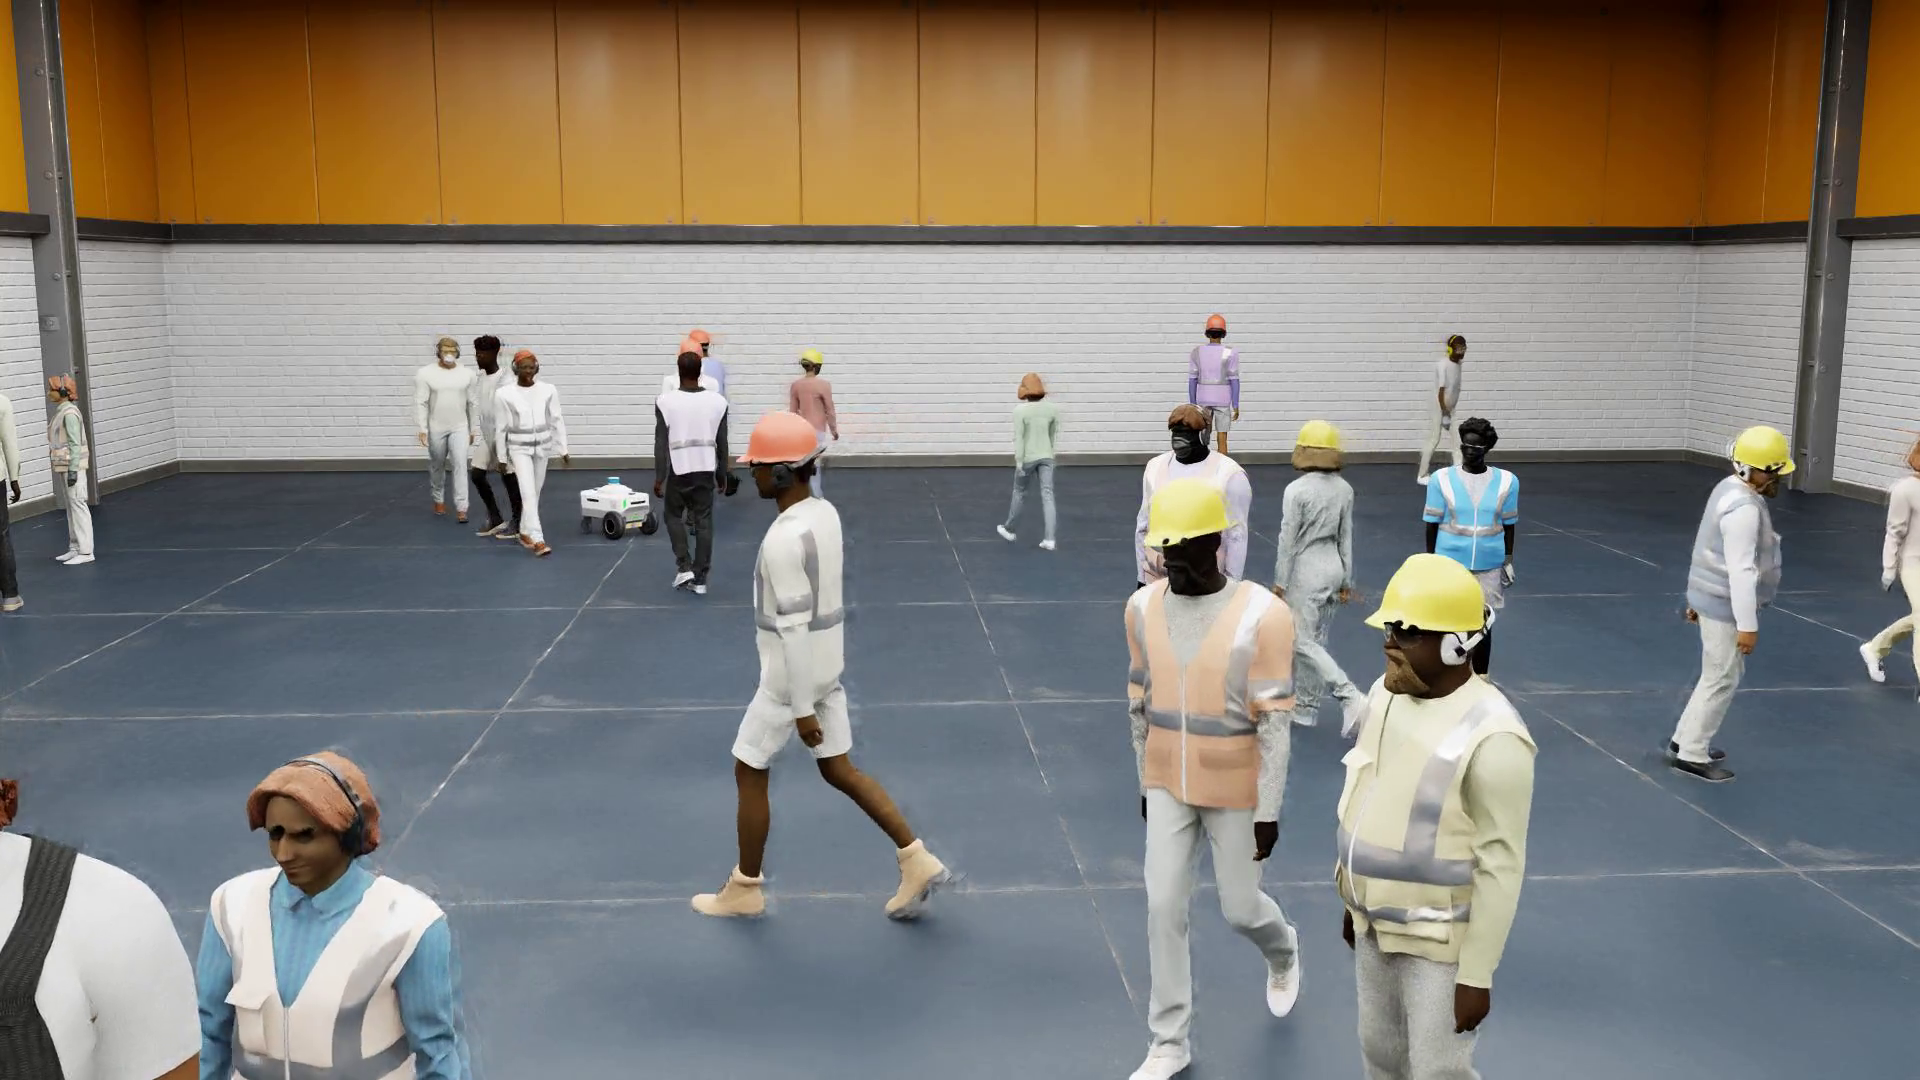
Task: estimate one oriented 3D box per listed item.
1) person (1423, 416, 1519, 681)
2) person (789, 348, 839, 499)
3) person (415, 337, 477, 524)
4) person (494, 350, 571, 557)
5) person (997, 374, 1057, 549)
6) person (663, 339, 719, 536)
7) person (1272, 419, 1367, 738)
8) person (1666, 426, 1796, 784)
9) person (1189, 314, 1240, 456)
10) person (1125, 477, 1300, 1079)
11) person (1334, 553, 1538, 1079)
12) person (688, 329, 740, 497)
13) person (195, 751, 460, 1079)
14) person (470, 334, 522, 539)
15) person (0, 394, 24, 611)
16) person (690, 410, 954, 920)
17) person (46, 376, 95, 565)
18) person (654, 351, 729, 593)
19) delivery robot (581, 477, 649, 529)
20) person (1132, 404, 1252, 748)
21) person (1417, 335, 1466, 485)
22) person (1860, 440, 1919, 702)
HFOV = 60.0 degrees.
[{"bbox_3d":[2.933,0.134,9.581,0.537,1.698,0.320,1,9,8],"label":"person"},{"bbox_3d":[-1.623,-1.165,17.665,0.506,1.737,0.848,7,11,36],"label":"person"},{"bbox_3d":[-5.250,-1.142,17.037,0.635,1.890,1.057,-4,10,-22],"label":"person"},{"bbox_3d":[-3.858,-0.789,14.976,0.595,1.830,0.992,-6,11,-34],"label":"person"},{"bbox_3d":[0.653,-0.735,15.364,0.500,1.590,0.851,-4,10,-26],"label":"person"},{"bbox_3d":[-2.625,-1.025,16.291,0.547,1.895,0.994,0,9,-1],"label":"person"},{"bbox_3d":[1.978,0.211,9.013,0.488,1.723,0.685,-7,11,-36],"label":"person"},{"bbox_3d":[3.776,0.322,8.129,0.466,1.788,0.620,4,10,21],"label":"person"},{"bbox_3d":[2.987,-1.615,19.488,0.615,2.044,0.371,5,10,27],"label":"person"},{"bbox_3d":[0.813,0.733,5.259,0.589,1.900,0.783,6,11,34],"label":"person"},{"bbox_3d":[1.138,0.935,4.143,0.404,1.832,0.594,-3,10,-18],"label":"person"},{"bbox_3d":[-2.770,-1.369,18.353,0.571,1.915,0.556,6,11,34],"label":"person"},{"bbox_3d":[-1.239,1.191,3.323,0.523,1.610,0.835,2,9,14],"label":"person"},{"bbox_3d":[-4.389,-0.963,15.721,0.608,1.945,0.556,7,12,39],"label":"person"},{"bbox_3d":[-7.307,-0.449,12.320,0.617,1.993,0.396,-5,10,-29],"label":"person"},{"bbox_3d":[-0.534,0.505,6.340,1.001,2.014,0.601,3,9,17],"label":"person"},{"bbox_3d":[-7.718,-0.607,14.422,0.306,1.640,0.522,-7,11,-37],"label":"person"},{"bbox_3d":[-2.124,-0.533,13.123,0.630,1.901,0.496,-4,10,-25],"label":"person"},{"bbox_3d":[-3.316,-0.360,15.973,0.707,0.478,0.477,8,12,39],"label":"delivery robot"},{"bbox_3d":[1.179,0.213,8.648,0.625,1.844,0.429,6,11,34],"label":"person"},{"bbox_3d":[5.738,-1.497,19.499,0.517,1.798,0.901,-7,12,-39],"label":"person"},{"bbox_3d":[5.638,0.146,9.807,0.510,1.606,0.752,-3,9,-17],"label":"person"}]
